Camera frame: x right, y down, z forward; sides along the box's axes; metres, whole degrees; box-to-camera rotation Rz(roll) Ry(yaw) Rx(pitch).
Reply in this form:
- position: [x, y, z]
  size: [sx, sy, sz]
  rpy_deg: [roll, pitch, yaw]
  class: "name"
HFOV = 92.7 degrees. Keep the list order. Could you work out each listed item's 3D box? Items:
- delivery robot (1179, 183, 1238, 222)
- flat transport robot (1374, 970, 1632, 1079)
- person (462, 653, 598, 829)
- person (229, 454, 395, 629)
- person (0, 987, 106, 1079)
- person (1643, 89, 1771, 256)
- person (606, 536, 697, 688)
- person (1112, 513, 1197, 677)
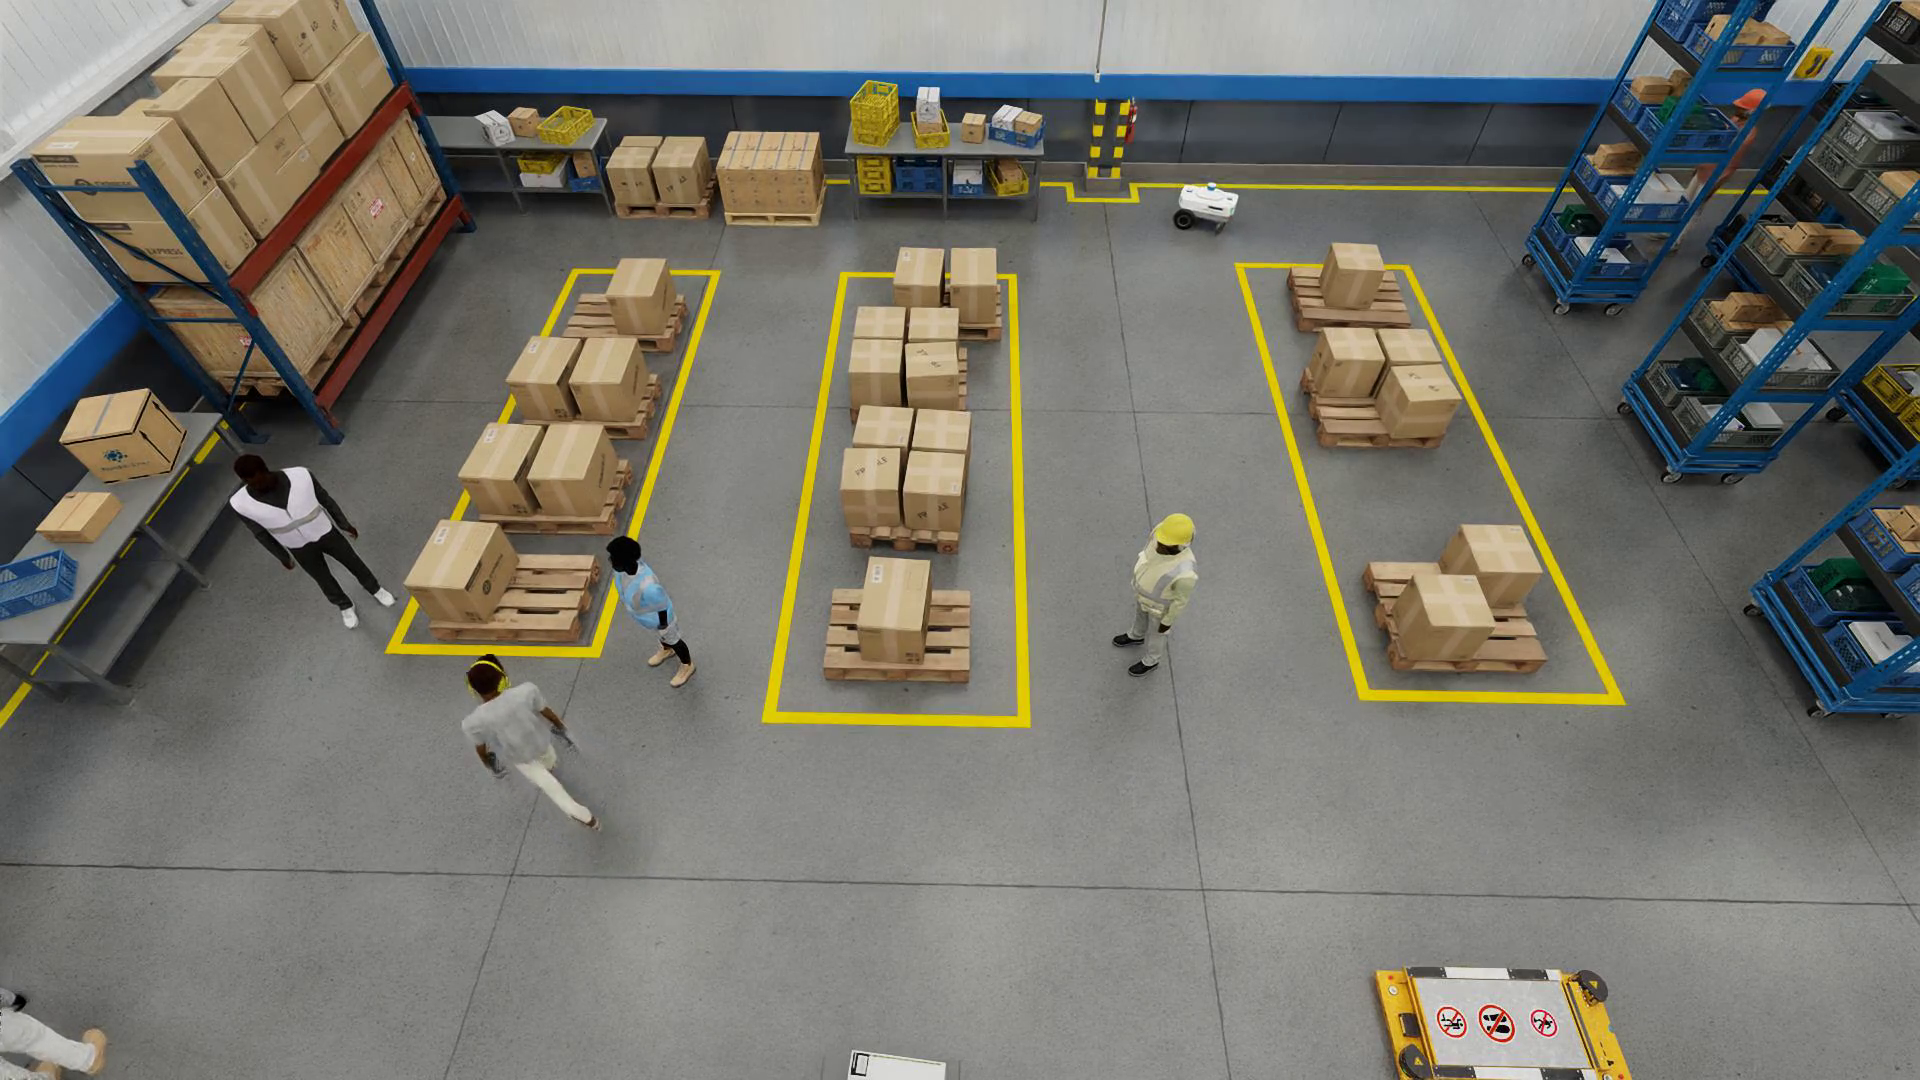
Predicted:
- position: [3.186, -4.340, 11.766]
  size: [0.707, 0.478, 0.477]
  rpy_deg: [16, 53, 13]
  class: "delivery robot"
- position: [3.501, 3.133, 5.914]
  size: [1.431, 0.197, 0.652]
  rpy_deg: [1, 51, 1]
  class: "flat transport robot"
- position: [-3.059, 1.377, 6.356]
  size: [0.943, 1.806, 0.559]
  rpy_deg: [36, 59, 26]
  class: "person"
- position: [-5.267, -0.030, 7.442]
  size: [0.590, 1.911, 0.391]
  rpy_deg: [-36, 59, -25]
  class: "person"
- position: [-5.693, 2.816, 5.180]
  size: [0.432, 1.825, 0.637]
  rpy_deg: [36, 59, 26]
  class: "person"
- position: [8.909, -4.345, 10.908]
  size: [0.392, 1.991, 0.613]
  rpy_deg: [12, 52, 10]
  class: "person"
- position: [-2.405, 0.548, 7.105]
  size: [0.535, 1.700, 0.318]
  rpy_deg: [36, 59, 26]
  class: "person"
- position: [1.521, 0.416, 7.125]
  size: [0.404, 1.837, 0.590]
  rpy_deg: [-13, 52, -10]
  class: "person"
